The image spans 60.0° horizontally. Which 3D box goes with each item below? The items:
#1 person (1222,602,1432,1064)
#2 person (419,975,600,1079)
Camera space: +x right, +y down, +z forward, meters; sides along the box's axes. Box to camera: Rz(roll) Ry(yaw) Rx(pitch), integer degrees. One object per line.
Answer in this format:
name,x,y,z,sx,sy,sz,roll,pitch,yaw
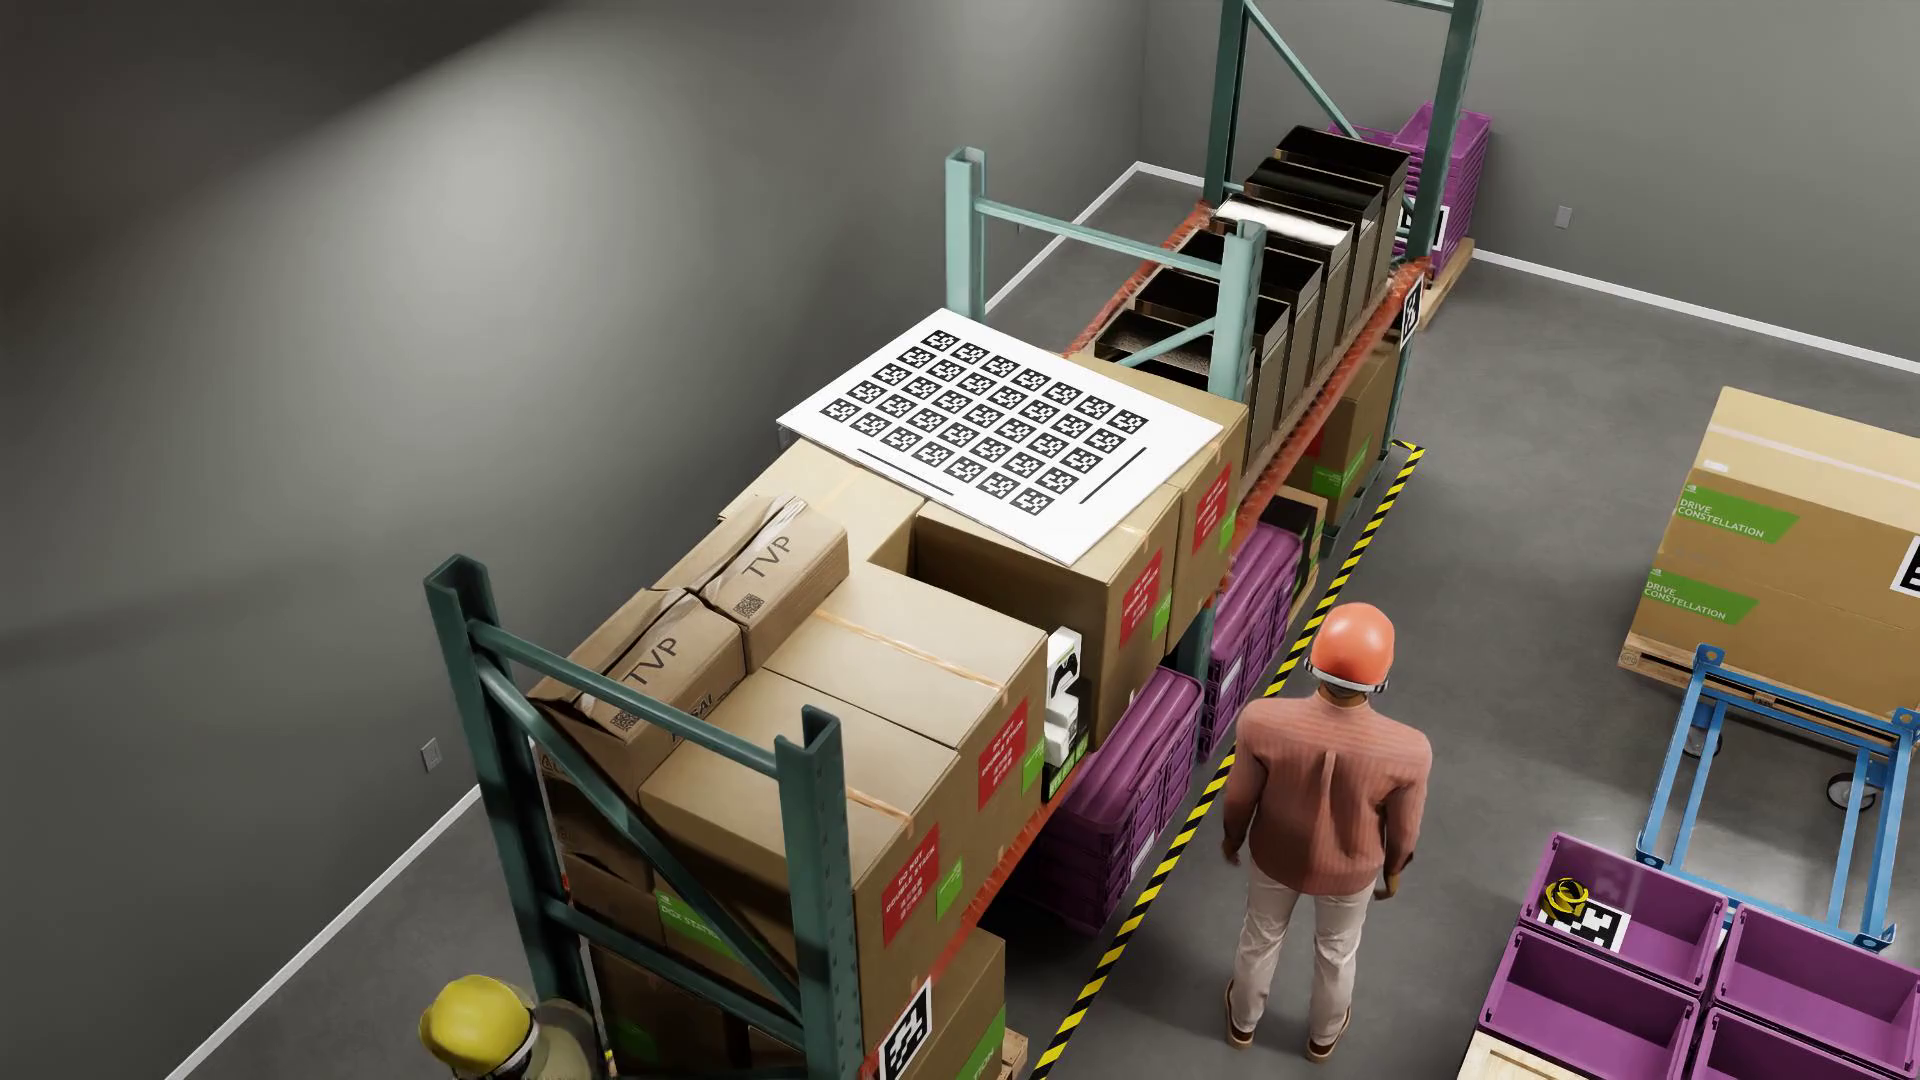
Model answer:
person,1.148,0.986,5.378,0.608,1.996,0.382,11,41,13
person,-1.089,1.792,4.567,0.734,1.807,0.595,11,41,13
